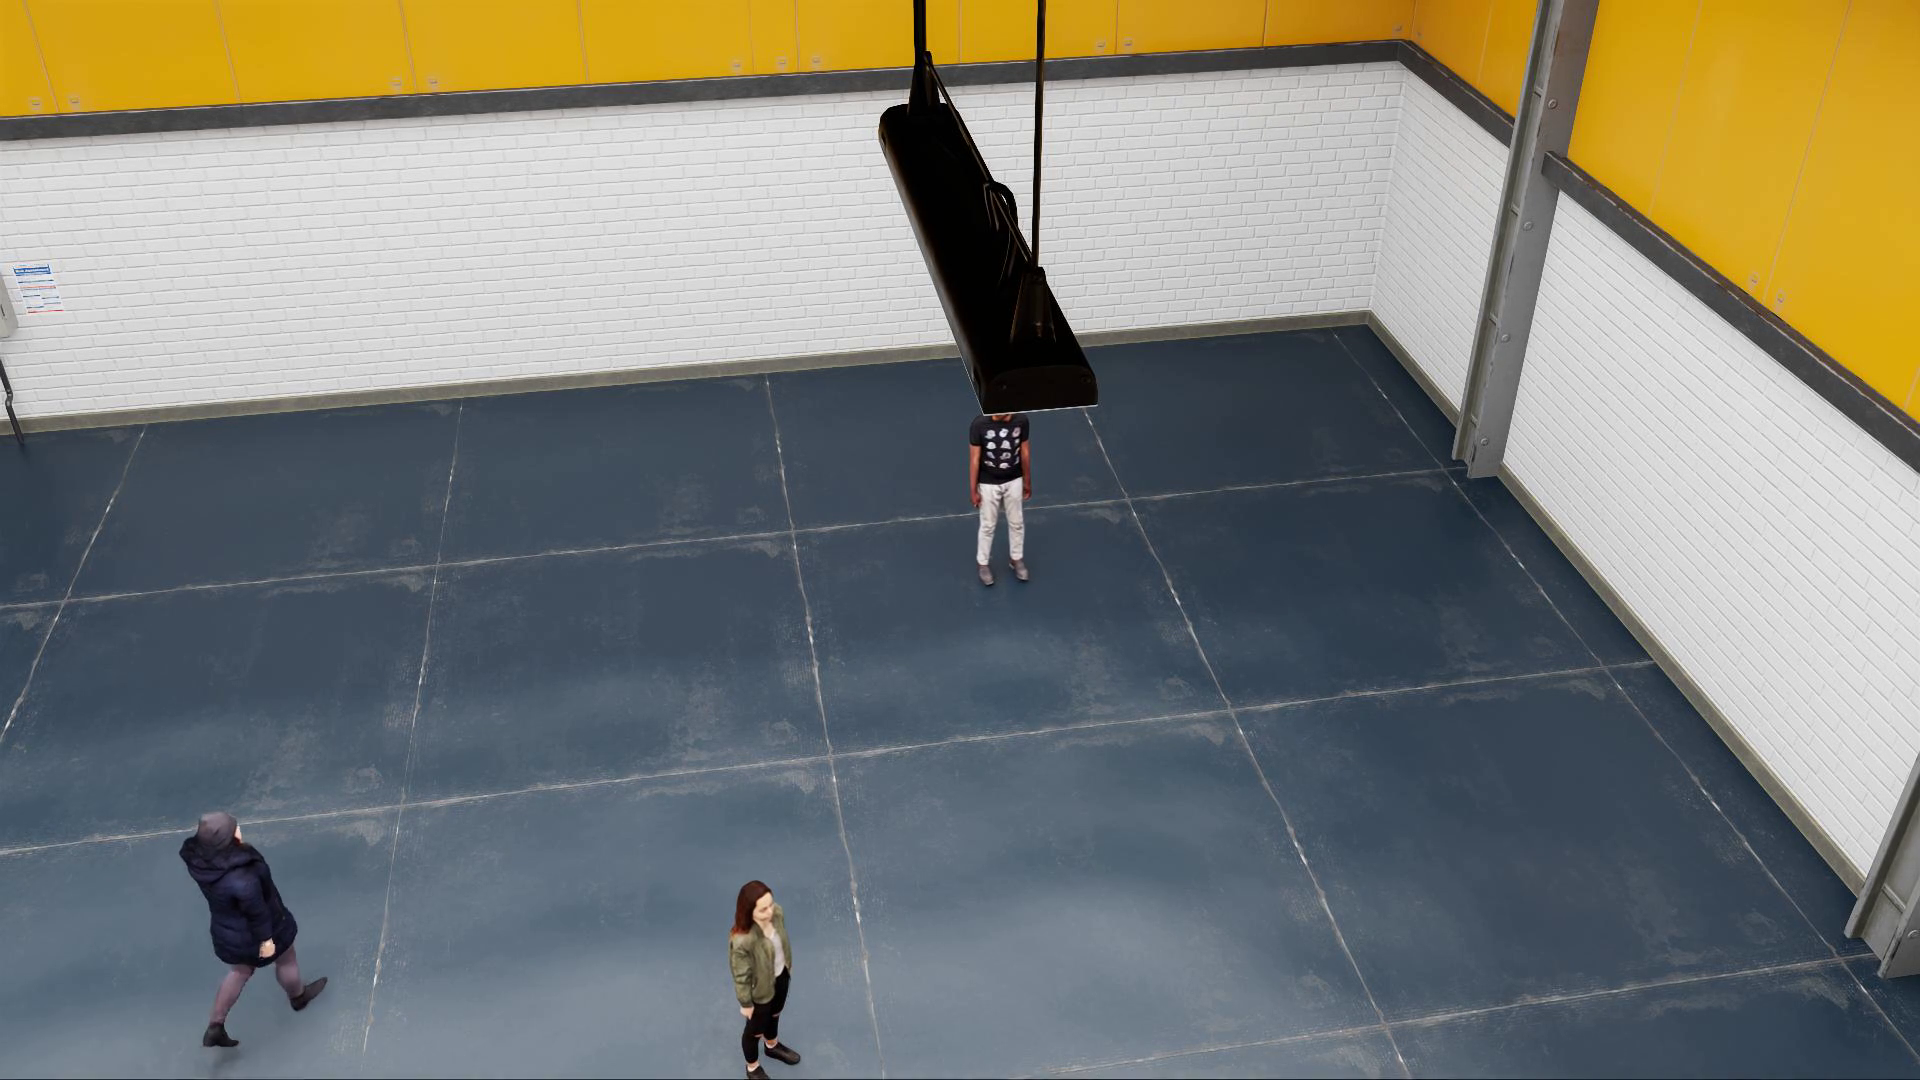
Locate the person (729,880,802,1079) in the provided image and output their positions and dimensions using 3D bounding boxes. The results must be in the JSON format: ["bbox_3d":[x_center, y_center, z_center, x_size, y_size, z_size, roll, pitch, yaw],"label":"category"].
[{"bbox_3d":[-1.097,2.460,9.296,0.706,1.475,0.633,18,38,25],"label":"person"}]

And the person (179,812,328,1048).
[{"bbox_3d":[-4.126,2.235,9.473,1.053,1.654,1.126,20,38,27],"label":"person"}]

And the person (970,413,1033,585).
[{"bbox_3d":[0.322,-0.475,13.421,0.662,1.797,0.588,-8,34,-12],"label":"person"}]
